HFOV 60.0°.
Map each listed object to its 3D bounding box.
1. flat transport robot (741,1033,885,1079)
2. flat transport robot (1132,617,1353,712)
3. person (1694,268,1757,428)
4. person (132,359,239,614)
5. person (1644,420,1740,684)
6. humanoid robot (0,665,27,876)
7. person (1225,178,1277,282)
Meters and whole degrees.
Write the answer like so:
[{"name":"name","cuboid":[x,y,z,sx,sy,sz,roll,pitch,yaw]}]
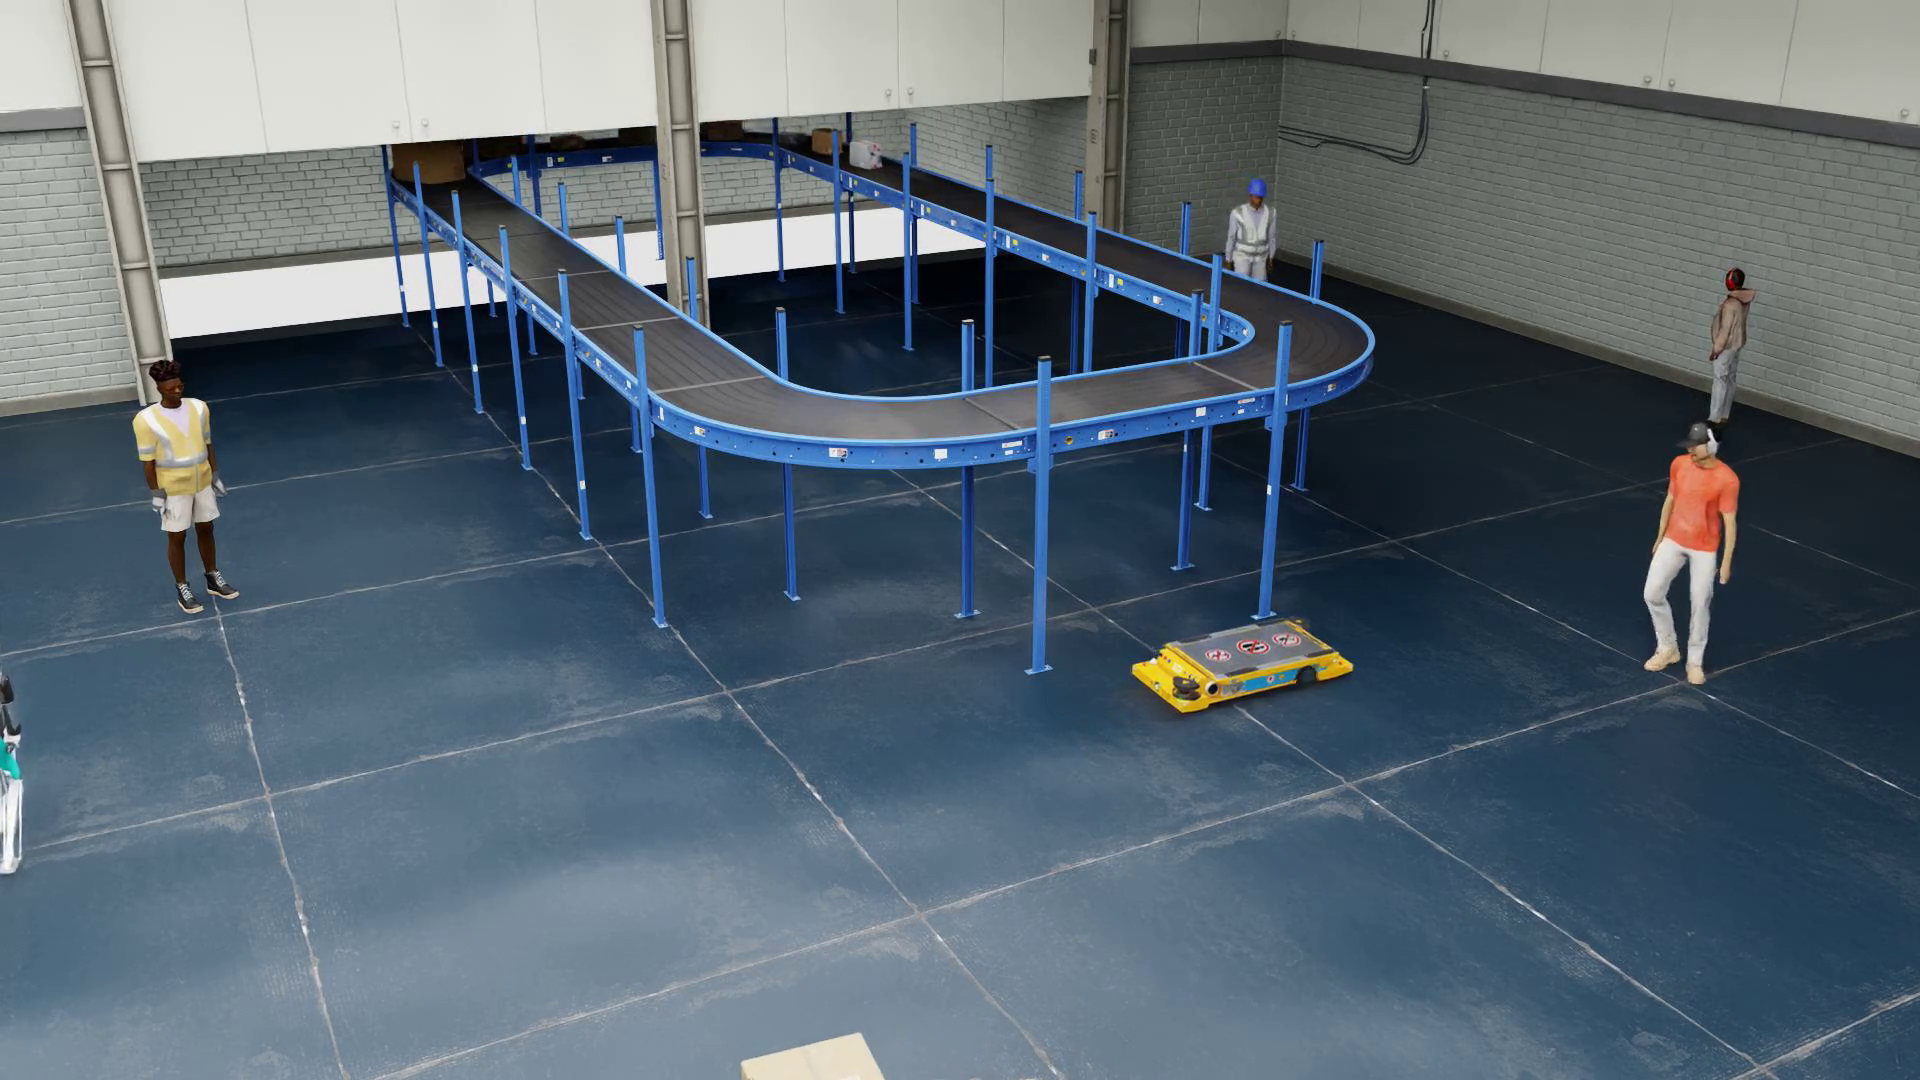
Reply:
[{"name":"flat transport robot","cuboid":[-0.171,2.927,6.641,1.431,0.231,0.659,-10,24,-24]},{"name":"flat transport robot","cuboid":[1.997,0.870,11.725,1.431,0.231,0.659,-10,24,-24]},{"name":"person","cuboid":[7.752,-1.928,16.799,0.460,1.647,0.332,-19,29,-39]},{"name":"person","cuboid":[-5.899,-0.427,12.672,0.368,1.965,0.601,13,26,29]},{"name":"person","cuboid":[5.064,0.085,11.502,0.593,1.888,0.480,20,30,41]},{"name":"humanoid robot","cuboid":[-5.561,1.007,9.440,0.542,1.756,0.924,-4,22,-10]},{"name":"person","cuboid":[3.505,-3.460,20.222,0.617,1.928,0.670,-5,23,-12]}]
